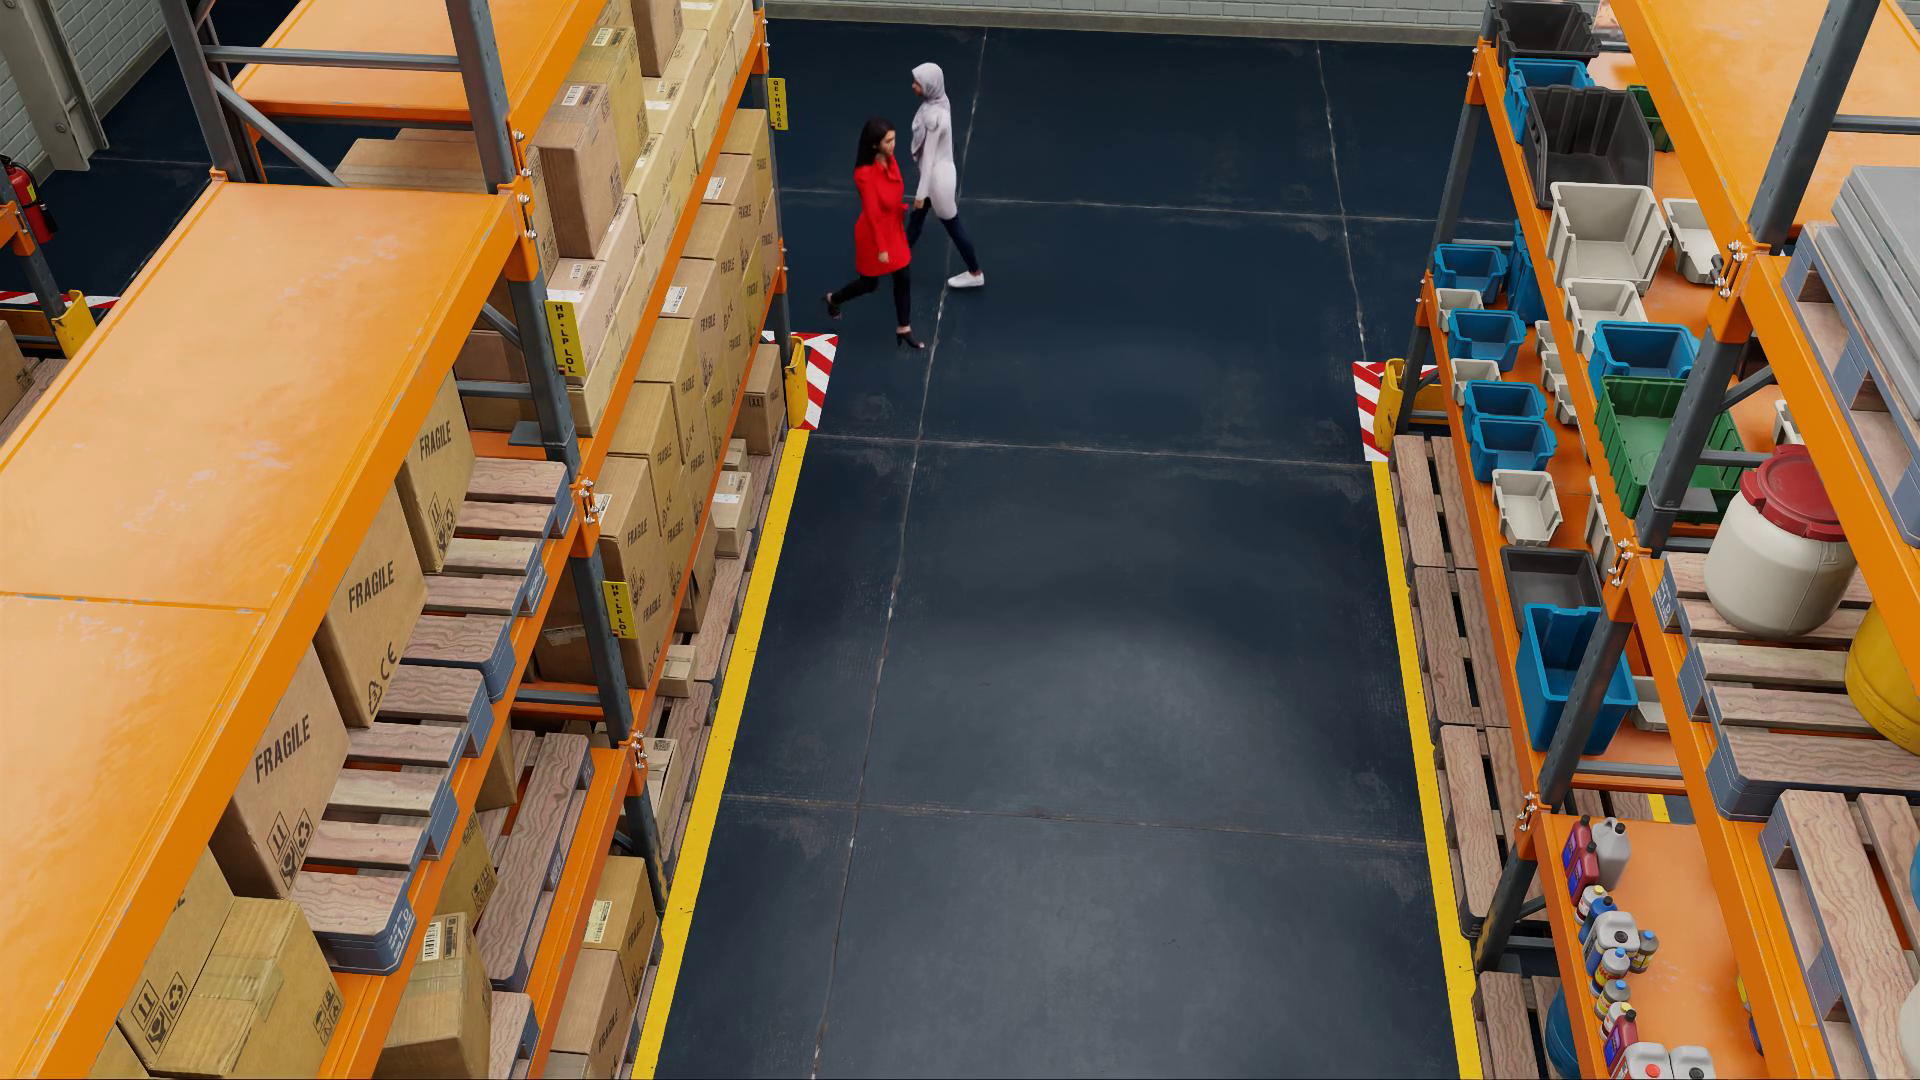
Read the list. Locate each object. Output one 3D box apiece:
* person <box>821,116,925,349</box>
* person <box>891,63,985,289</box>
[{"bbox_3d":[-0.622,-2.025,11.119,0.915,1.718,1.033,20,47,21],"label":"person"},{"bbox_3d":[-0.061,-2.484,11.600,0.740,1.734,1.050,2,43,2],"label":"person"}]
